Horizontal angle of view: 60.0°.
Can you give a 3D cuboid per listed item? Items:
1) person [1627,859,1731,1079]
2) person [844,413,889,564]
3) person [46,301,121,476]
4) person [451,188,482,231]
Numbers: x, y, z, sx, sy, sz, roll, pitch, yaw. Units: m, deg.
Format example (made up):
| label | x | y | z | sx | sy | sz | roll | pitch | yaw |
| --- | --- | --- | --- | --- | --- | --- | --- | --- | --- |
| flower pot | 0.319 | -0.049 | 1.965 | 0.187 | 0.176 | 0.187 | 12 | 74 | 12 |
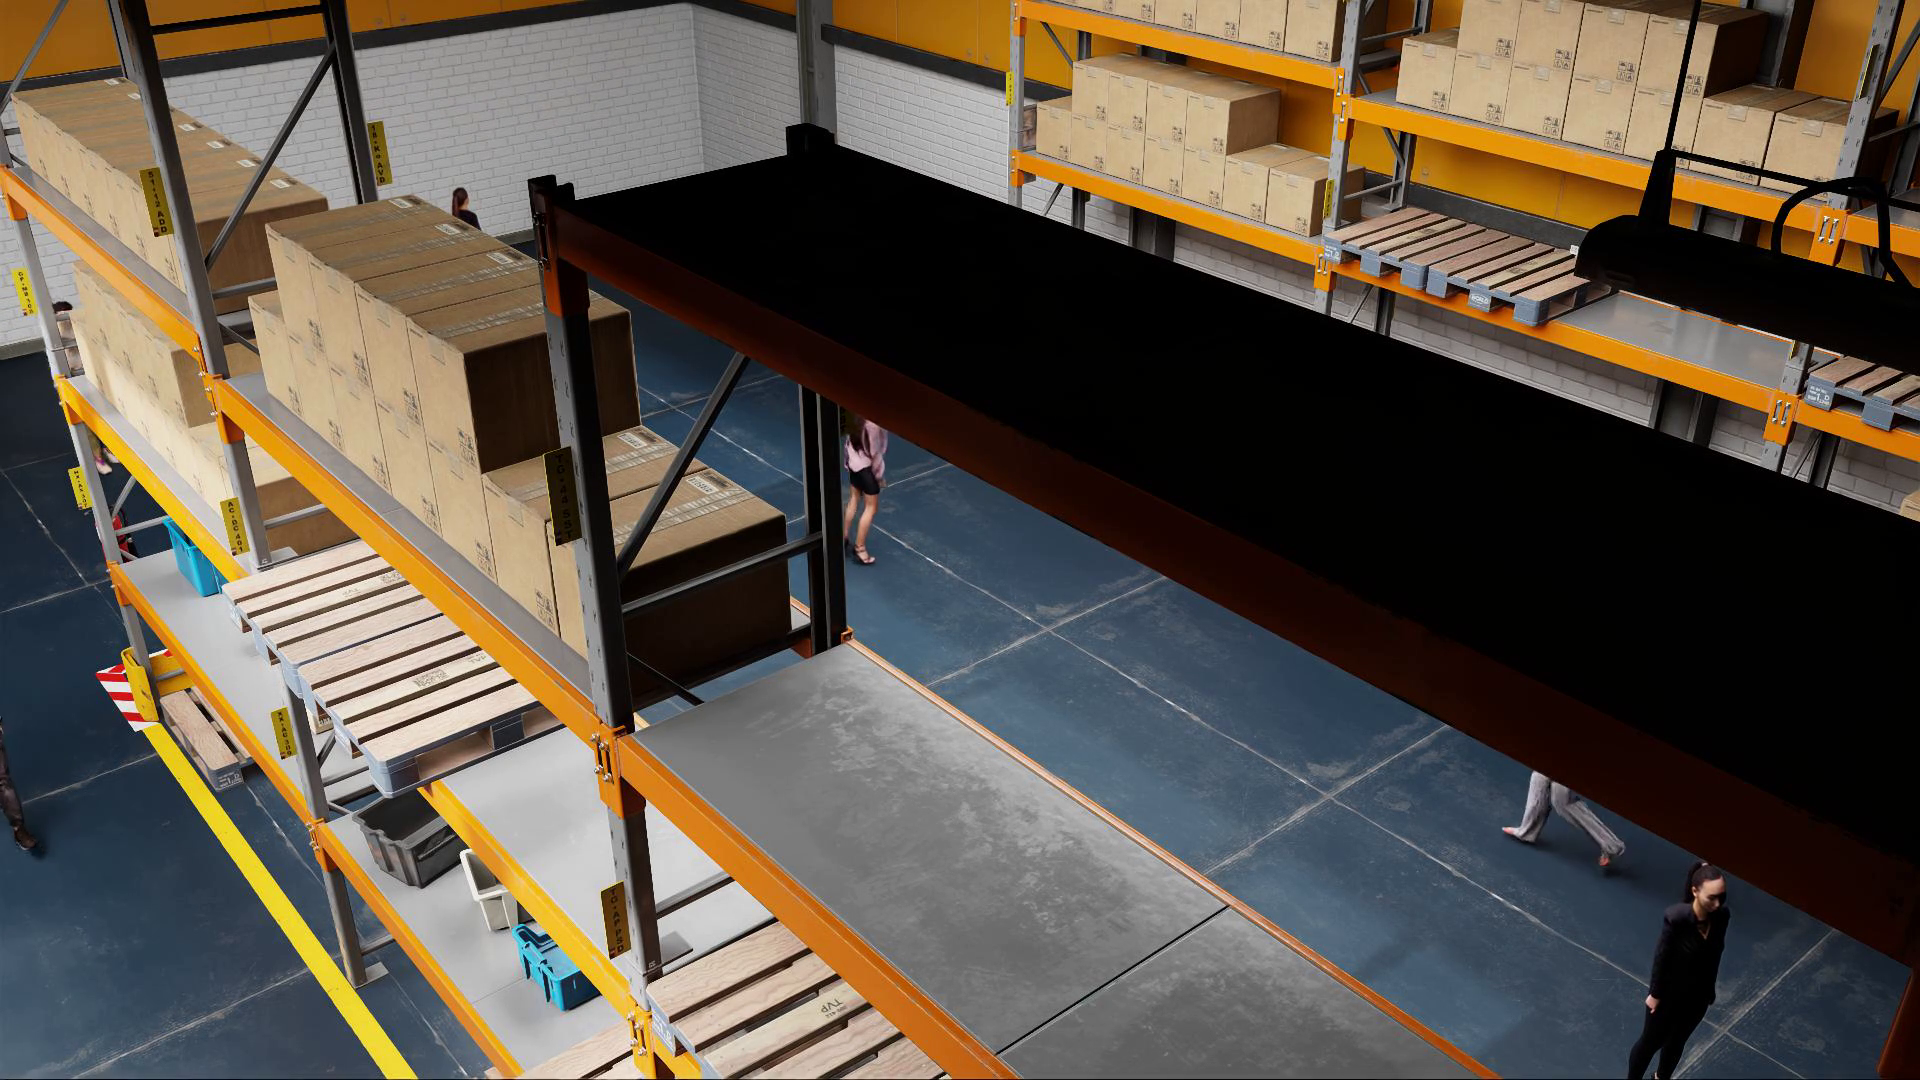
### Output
| label | x | y | z | sx | sy | sz | roll | pitch | yaw |
| --- | --- | --- | --- | --- | --- | --- | --- | --- | --- |
| person | 3.936 | 2.477 | 9.103 | 0.640 | 1.712 | 0.623 | -8 | 30 | -14 |
| person | -0.901 | -0.599 | 14.677 | 0.855 | 1.776 | 0.624 | -21 | 35 | -34 |
| person | -8.616 | -1.512 | 16.327 | 0.737 | 1.797 | 0.752 | 21 | 35 | 33 |
| person | -5.987 | -3.537 | 20.289 | 0.619 | 1.558 | 0.696 | 10 | 30 | 17 |
